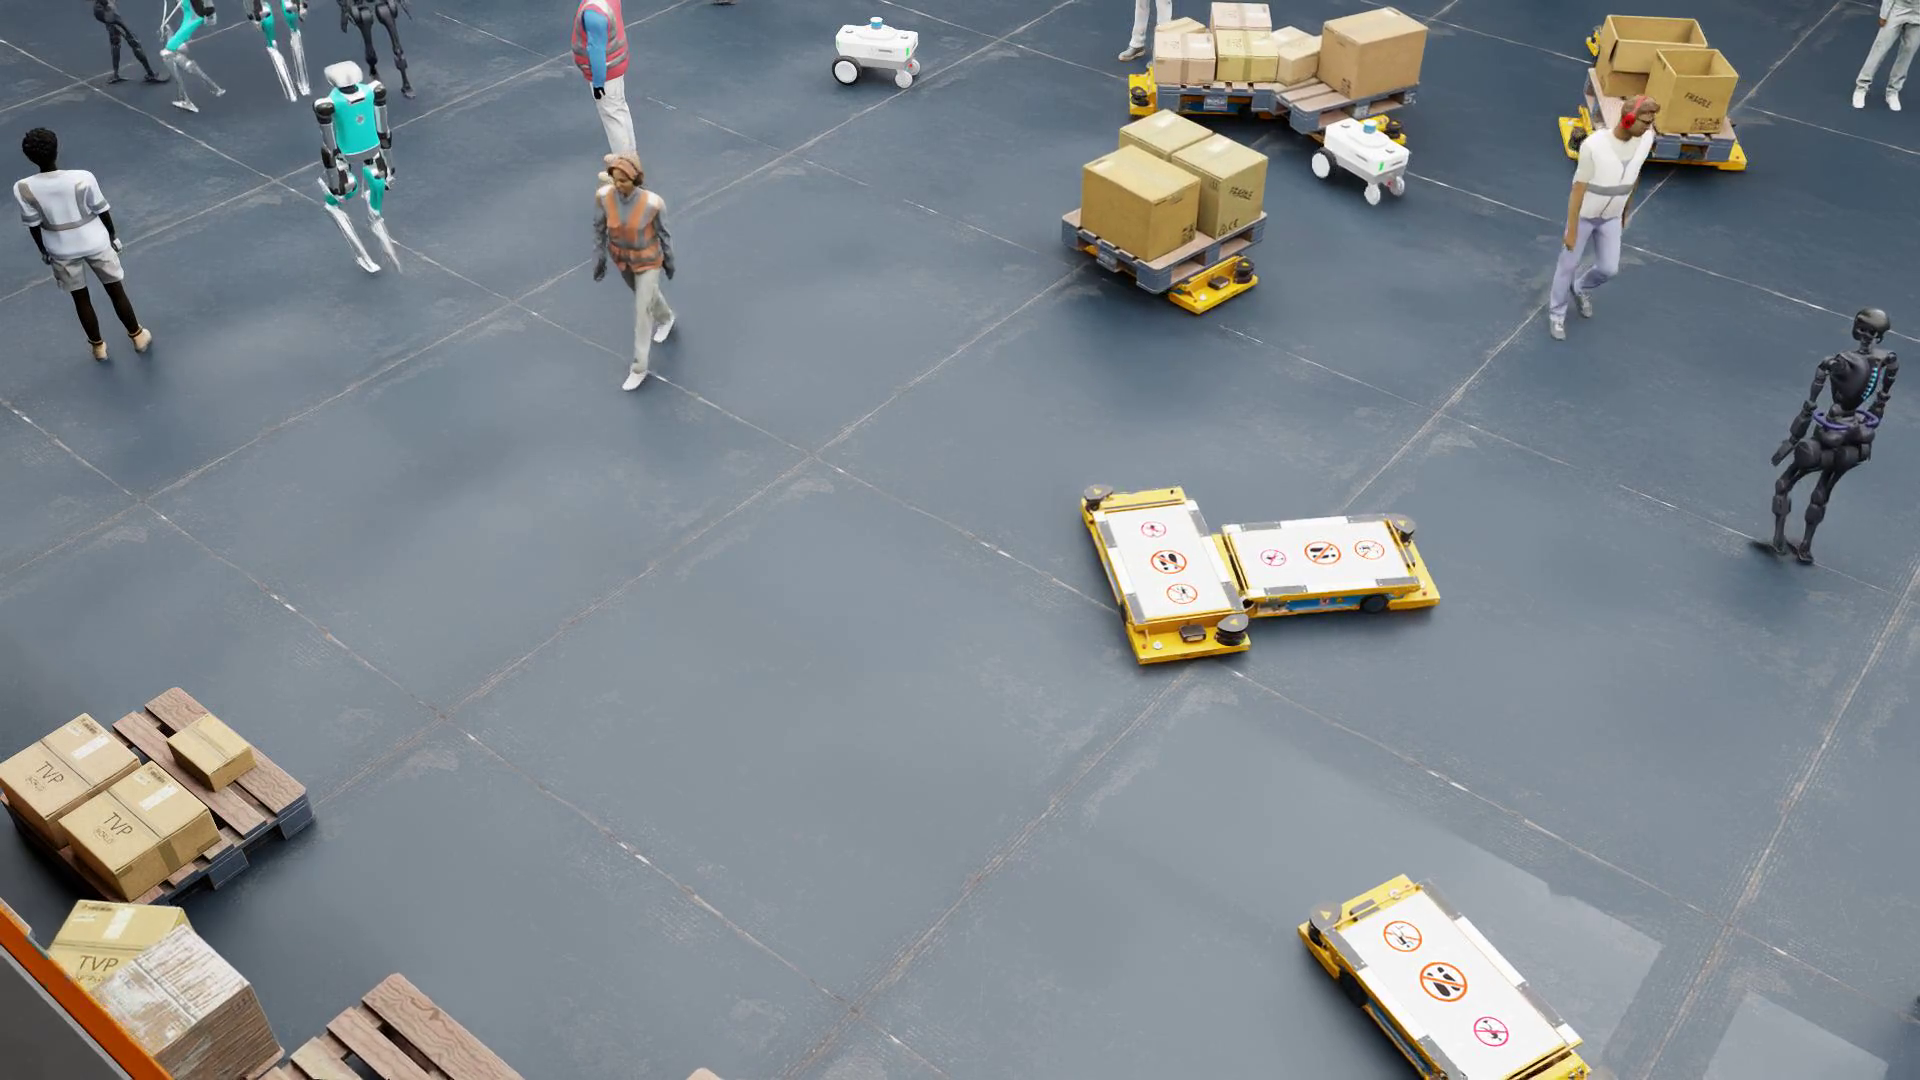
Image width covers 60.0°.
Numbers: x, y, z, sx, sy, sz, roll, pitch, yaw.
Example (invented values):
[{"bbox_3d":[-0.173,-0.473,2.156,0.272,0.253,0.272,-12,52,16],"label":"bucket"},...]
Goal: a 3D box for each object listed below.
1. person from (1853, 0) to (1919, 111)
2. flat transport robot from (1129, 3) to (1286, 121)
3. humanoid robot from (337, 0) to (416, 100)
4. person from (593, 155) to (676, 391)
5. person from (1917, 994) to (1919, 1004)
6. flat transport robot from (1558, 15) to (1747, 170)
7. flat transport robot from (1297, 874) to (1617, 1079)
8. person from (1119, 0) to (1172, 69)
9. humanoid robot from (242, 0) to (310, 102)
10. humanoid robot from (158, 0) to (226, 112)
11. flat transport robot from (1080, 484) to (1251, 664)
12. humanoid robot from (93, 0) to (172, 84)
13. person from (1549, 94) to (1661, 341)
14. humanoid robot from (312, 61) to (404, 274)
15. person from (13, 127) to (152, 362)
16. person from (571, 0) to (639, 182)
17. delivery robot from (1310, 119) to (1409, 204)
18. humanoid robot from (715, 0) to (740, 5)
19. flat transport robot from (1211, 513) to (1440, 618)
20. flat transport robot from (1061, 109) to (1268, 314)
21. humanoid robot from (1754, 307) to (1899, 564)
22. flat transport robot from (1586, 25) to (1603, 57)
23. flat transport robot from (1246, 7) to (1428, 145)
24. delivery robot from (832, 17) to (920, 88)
[{"bbox_3d":[8.149,-4.525,14.270,0.480,1.732,0.352,3,40,3],"label":"person"},{"bbox_3d":[2.223,-3.974,14.753,1.431,0.231,0.659,3,40,3],"label":"flat transport robot"},{"bbox_3d":[-5.141,-4.688,14.524,0.608,1.645,0.599,-20,44,-22],"label":"humanoid robot"},{"bbox_3d":[-2.183,-1.897,11.283,0.504,1.591,0.876,15,43,17],"label":"person"},{"bbox_3d":[4.584,1.516,7.083,0.391,1.837,0.562,-6,41,-7],"label":"person"},{"bbox_3d":[5.858,-3.411,14.090,1.431,0.231,0.659,6,41,6],"label":"flat transport robot"},{"bbox_3d":[2.243,2.133,7.569,0.659,0.231,1.431,-20,44,-22],"label":"flat transport robot"},{"bbox_3d":[1.743,-5.179,14.926,0.572,1.883,0.354,30,49,30],"label":"person"},{"bbox_3d":[-5.975,-4.665,14.446,0.554,1.783,0.756,-20,44,-22],"label":"humanoid robot"},{"bbox_3d":[-6.793,-4.560,14.327,0.541,1.766,0.923,26,47,27],"label":"humanoid robot"},{"bbox_3d":[1.202,0.158,9.892,0.659,0.231,1.431,-7,41,-8],"label":"flat transport robot"},{"bbox_3d":[-7.490,-4.813,14.669,0.577,1.640,0.615,-11,42,-13],"label":"humanoid robot"},{"bbox_3d":[4.402,-2.231,11.499,0.574,1.821,0.476,-6,41,-7],"label":"person"},{"bbox_3d":[-4.441,-2.668,12.143,0.787,1.839,0.540,32,50,32],"label":"humanoid robot"},{"bbox_3d":[-5.998,-2.002,11.329,0.539,1.695,0.317,-15,43,-17],"label":"person"},{"bbox_3d":[-2.861,-3.771,13.313,0.431,1.836,0.628,-1,40,-1],"label":"person"},{"bbox_3d":[3.275,-3.133,13.556,0.499,0.612,0.796,-23,45,-24],"label":"delivery robot"},{"bbox_3d":[-2.068,-6.001,16.073,0.748,1.625,0.609,-5,41,-6],"label":"humanoid robot"},{"bbox_3d":[2.060,0.171,9.877,1.431,0.231,0.659,-4,41,-5],"label":"flat transport robot"},{"bbox_3d":[1.516,-2.183,12.646,0.659,0.231,1.431,-29,48,-30],"label":"flat transport robot"},{"bbox_3d":[5.091,-0.590,9.689,0.609,1.631,0.406,-8,41,-10],"label":"humanoid robot"},{"bbox_3d":[6.267,-4.298,15.134,0.659,0.231,1.431,-2,40,-2],"label":"flat transport robot"},{"bbox_3d":[3.172,-3.743,14.481,0.659,0.231,1.431,-18,44,-20],"label":"flat transport robot"},{"bbox_3d":[-0.772,-4.430,15.077,0.794,0.606,0.499,9,41,11],"label":"delivery robot"}]
